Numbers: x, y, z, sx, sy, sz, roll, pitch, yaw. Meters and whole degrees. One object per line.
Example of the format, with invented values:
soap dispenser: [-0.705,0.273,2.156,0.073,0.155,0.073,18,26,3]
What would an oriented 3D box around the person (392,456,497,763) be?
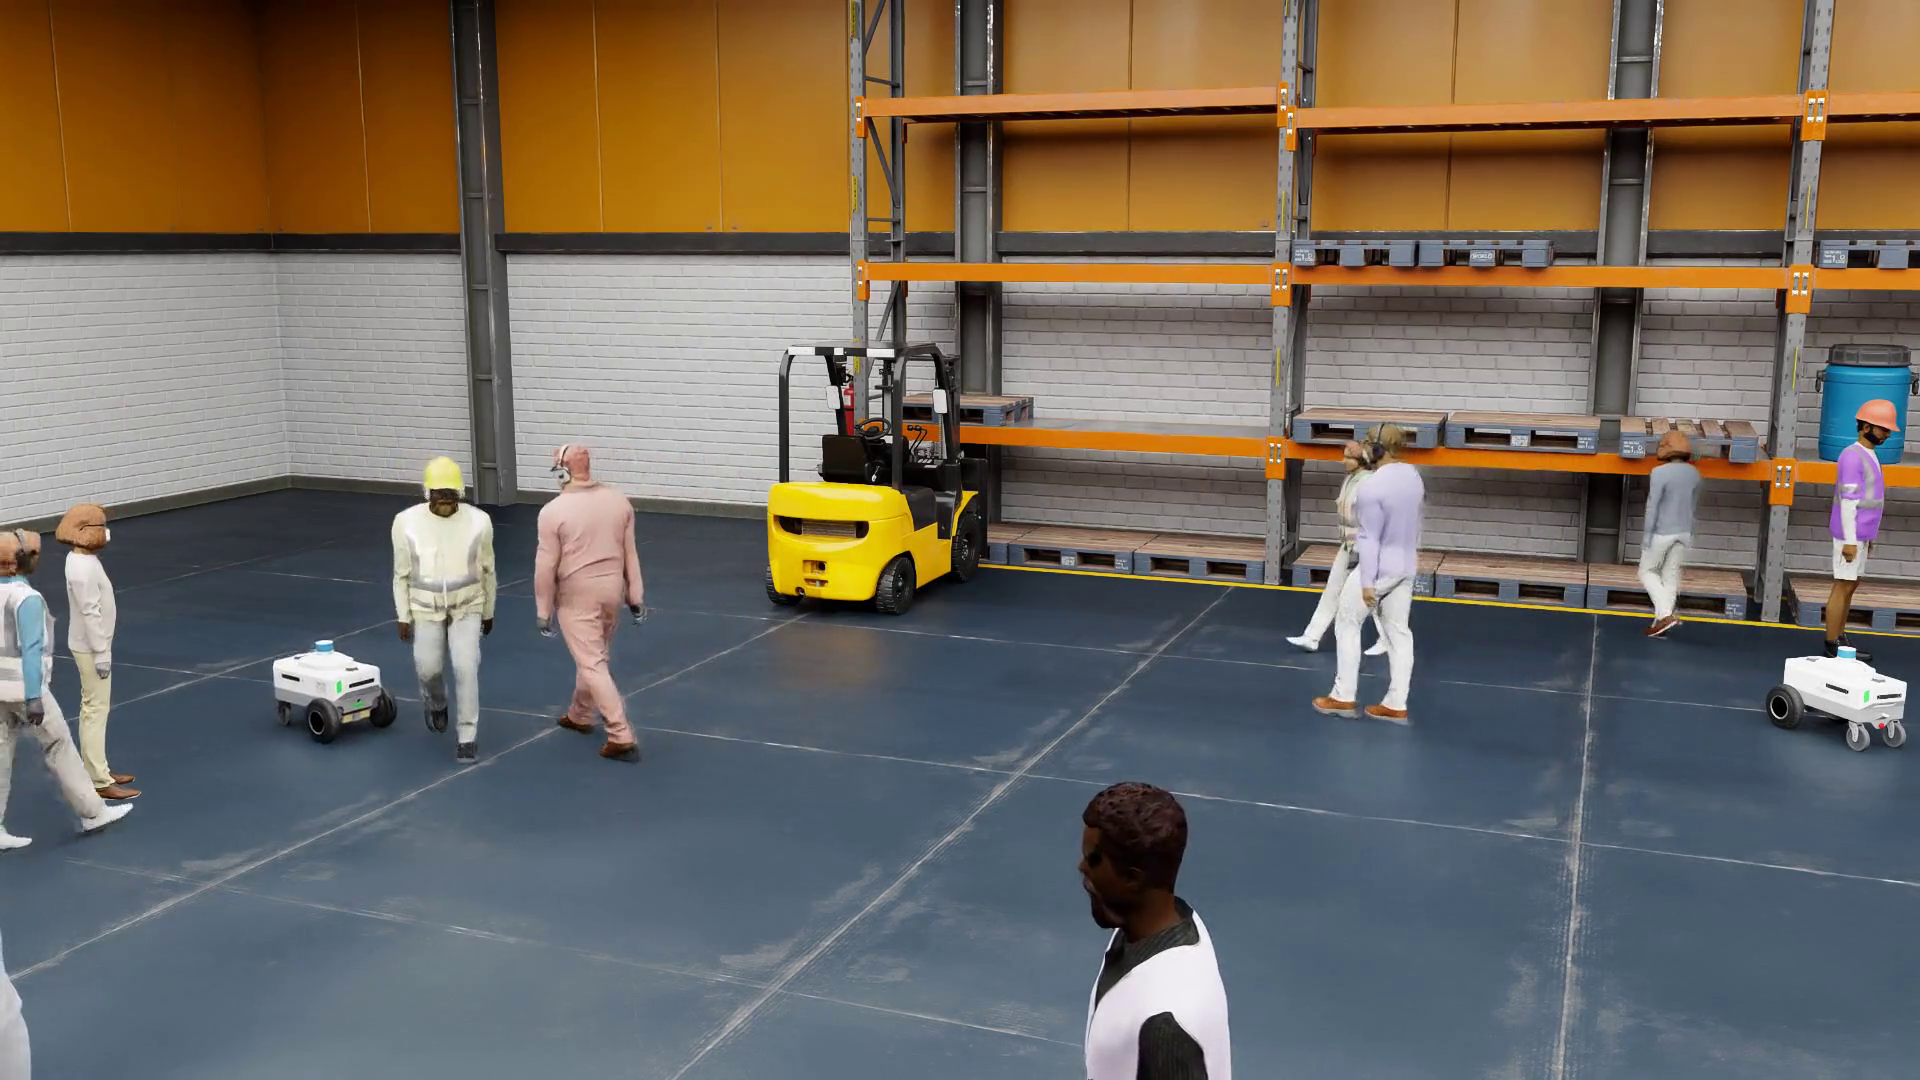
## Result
person: [-3.040,0.379,9.868,0.584,1.806,0.673,-3,11,-16]

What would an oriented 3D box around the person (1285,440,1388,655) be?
person: [2.846,0.074,12.137,0.836,1.594,0.527,-2,10,-13]

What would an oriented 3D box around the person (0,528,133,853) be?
person: [-4.612,0.740,8.359,0.537,1.603,0.789,7,12,34]

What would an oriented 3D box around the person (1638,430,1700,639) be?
person: [5.437,-0.035,12.735,0.535,1.609,0.394,-4,11,-20]

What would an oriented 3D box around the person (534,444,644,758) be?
person: [-2.221,0.351,9.937,0.998,1.852,0.663,9,13,40]

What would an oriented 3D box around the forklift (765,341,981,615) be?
forklift: [-0.739,-0.602,14.246,1.214,2.155,2.313,4,11,21]

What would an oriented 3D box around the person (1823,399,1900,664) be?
person: [6.434,-0.046,11.891,0.376,1.928,0.542,8,13,38]

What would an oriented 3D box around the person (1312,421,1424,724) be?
person: [2.597,0.193,10.573,0.638,1.917,0.716,-8,13,-38]

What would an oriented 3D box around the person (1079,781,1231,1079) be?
person: [0.431,1.446,3.608,0.373,1.915,0.594,0,10,2]

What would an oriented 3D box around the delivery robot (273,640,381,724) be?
delivery robot: [-3.946,0.869,10.357,0.707,0.478,0.477,7,12,33]

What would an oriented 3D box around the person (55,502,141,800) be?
person: [-4.720,0.603,9.090,0.288,1.634,0.499,-6,12,-30]

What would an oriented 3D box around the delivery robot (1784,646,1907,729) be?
delivery robot: [5.419,0.898,10.197,0.477,0.478,0.707,-3,11,-16]

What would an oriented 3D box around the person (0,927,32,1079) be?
person: [-2.549,1.411,4.007,0.630,1.846,0.429,-1,10,-7]
